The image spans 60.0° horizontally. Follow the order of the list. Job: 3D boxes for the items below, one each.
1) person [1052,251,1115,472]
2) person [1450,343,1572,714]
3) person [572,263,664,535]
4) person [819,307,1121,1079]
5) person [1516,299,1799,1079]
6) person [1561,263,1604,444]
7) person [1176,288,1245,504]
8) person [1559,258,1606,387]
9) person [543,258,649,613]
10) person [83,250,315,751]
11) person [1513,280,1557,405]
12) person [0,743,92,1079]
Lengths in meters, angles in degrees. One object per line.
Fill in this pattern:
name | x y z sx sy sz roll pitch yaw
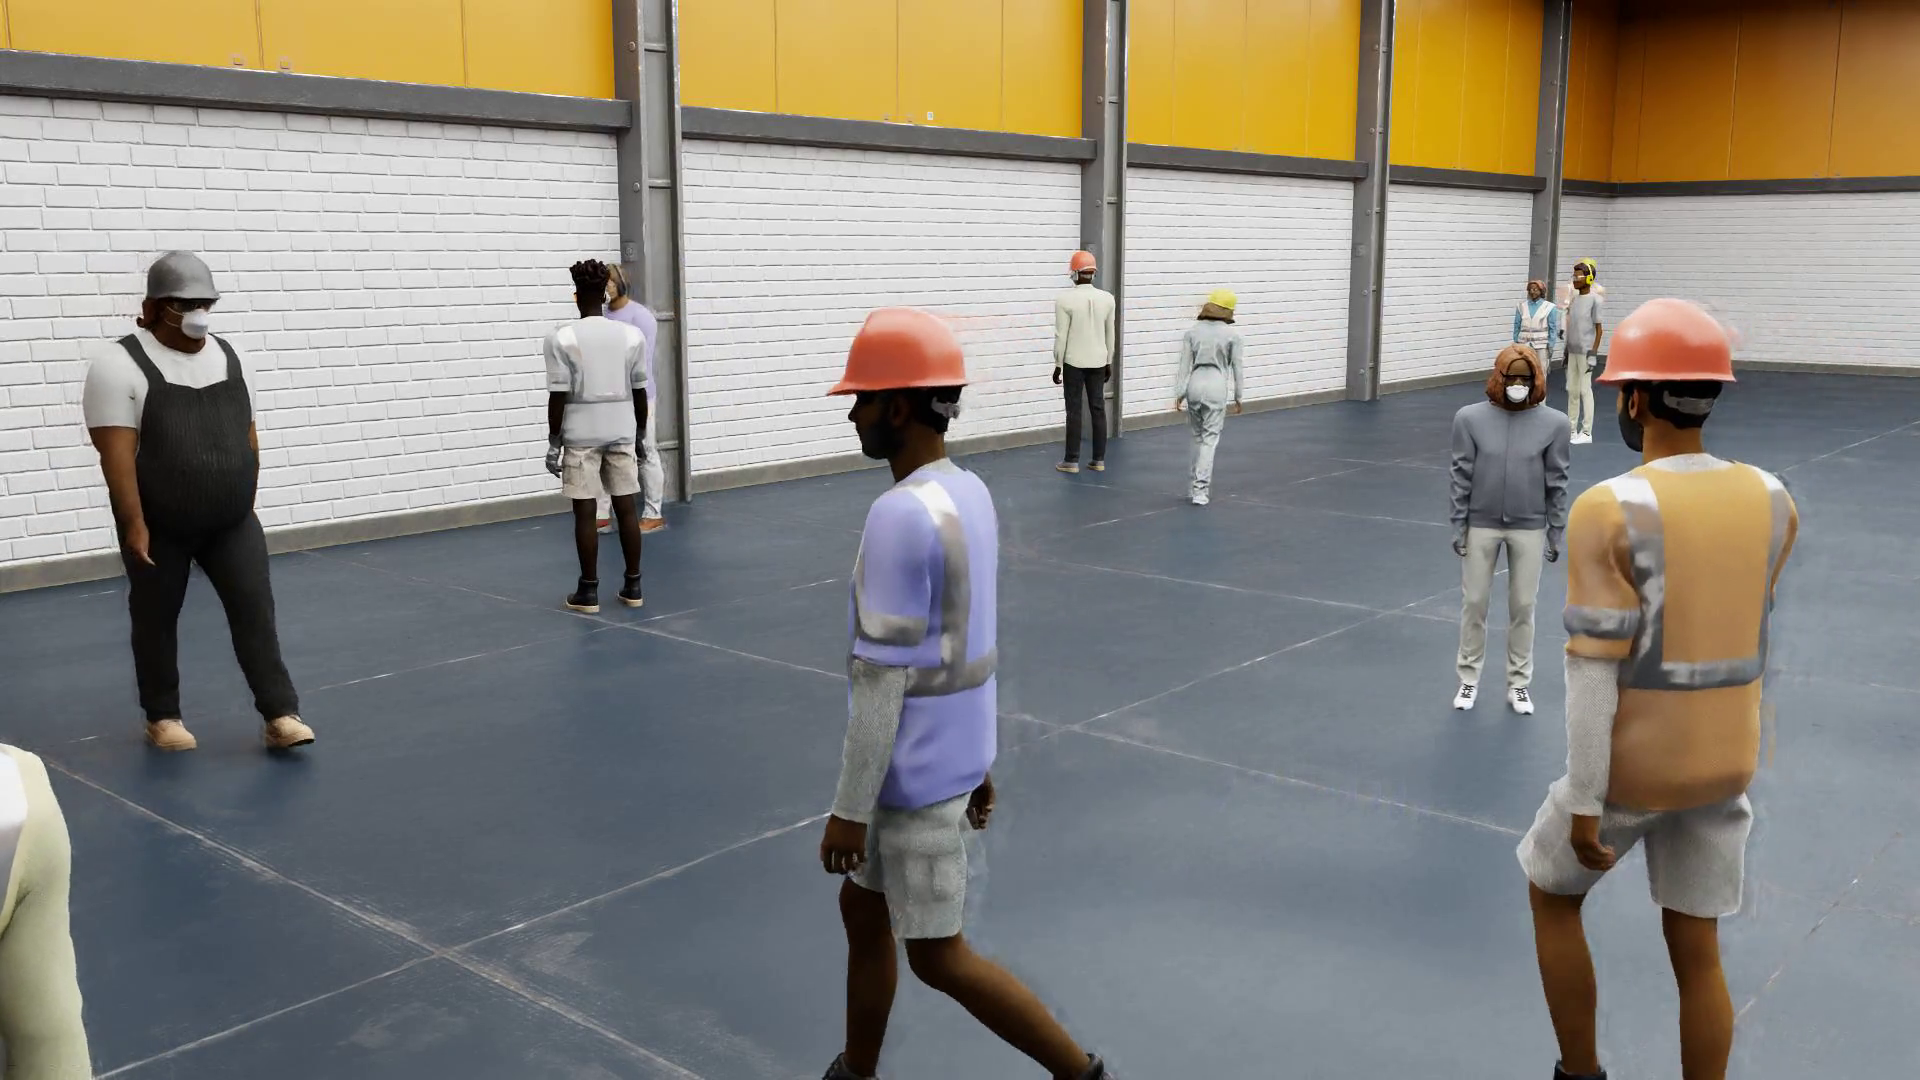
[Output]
person | 1.115 -1.607 15.057 0.612 1.997 0.375 -5 11 -24
person | 2.371 -0.041 7.217 0.492 1.624 0.308 3 10 17
person | -2.397 -0.953 11.590 0.654 1.911 0.793 7 12 34
person | -0.010 0.463 3.535 0.892 1.911 0.549 2 10 12
person | 1.463 0.455 3.557 0.562 1.917 0.607 -2 10 -13
person | 6.432 -1.932 17.264 0.328 1.873 0.518 -3 10 -16
person | 1.993 -1.143 13.244 0.499 1.700 0.698 5 11 28
person | 8.707 -3.002 23.313 0.597 1.889 0.961 3 10 14
person | -2.025 -0.579 9.286 0.614 1.963 0.362 -7 12 -34
person | -2.990 -0.132 6.533 0.934 2.000 0.693 9 13 41
person | 6.999 -2.347 20.283 0.515 1.641 0.314 8 13 39
person | -1.363 0.801 1.962 0.597 1.791 0.926 -9 14 -42
